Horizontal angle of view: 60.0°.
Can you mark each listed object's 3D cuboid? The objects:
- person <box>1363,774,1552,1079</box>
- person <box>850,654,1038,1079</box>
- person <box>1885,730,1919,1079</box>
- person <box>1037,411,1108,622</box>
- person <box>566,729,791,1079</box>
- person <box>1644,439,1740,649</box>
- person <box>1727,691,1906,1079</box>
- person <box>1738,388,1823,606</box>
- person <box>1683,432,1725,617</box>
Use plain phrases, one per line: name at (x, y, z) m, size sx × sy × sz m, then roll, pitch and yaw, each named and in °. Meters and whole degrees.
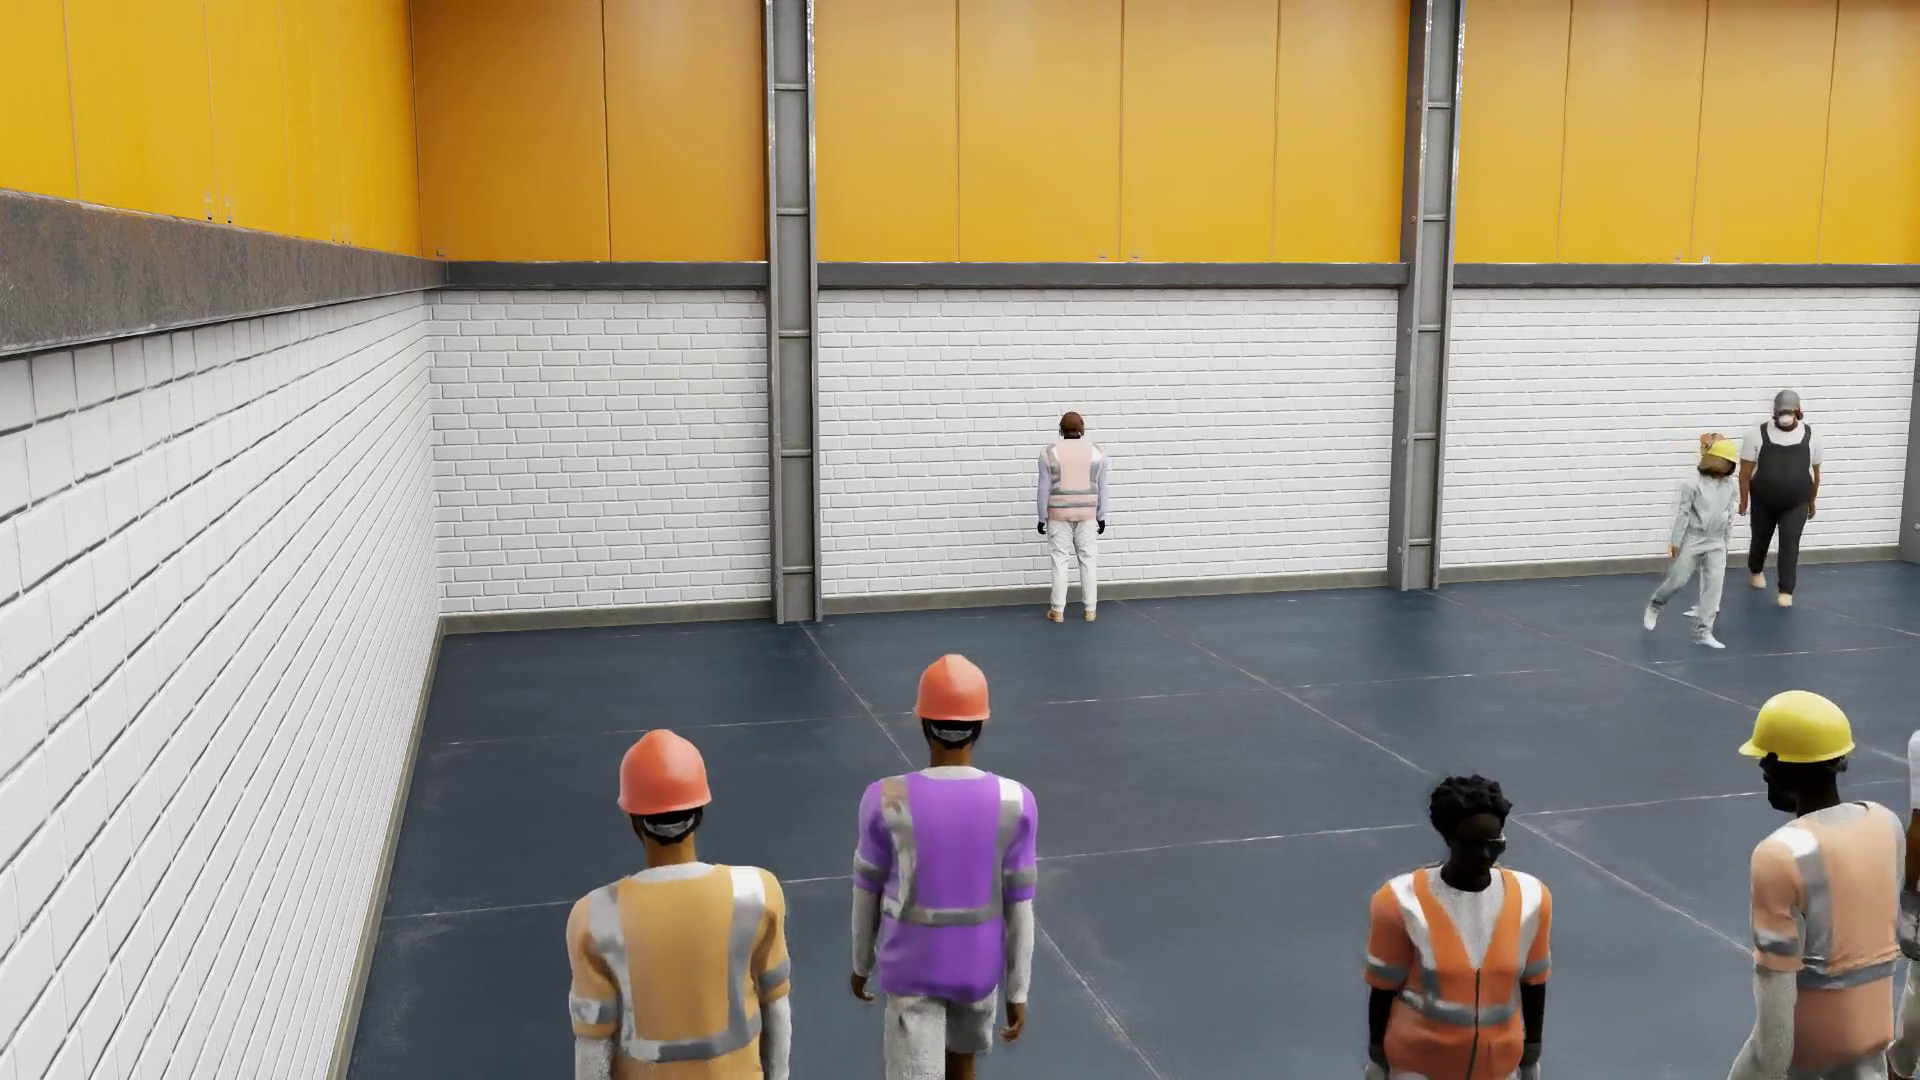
person at (1.391, 1.444, 4.776) m, size 0.539 × 1.678 × 0.681 m, roll -1°, pitch 9°, yaw -5°
person at (-0.038, 1.289, 5.035) m, size 0.543 × 1.899 × 0.976 m, roll -2°, pitch 9°, yaw -13°
person at (3.488, 1.220, 5.738) m, size 0.541 × 1.810 × 0.990 m, roll 2°, pitch 9°, yaw 13°
person at (0.972, -0.201, 14.505) m, size 0.629 × 1.840 × 0.429 m, roll -1°, pitch 9°, yaw -6°
person at (-0.686, 1.431, 4.150) m, size 0.547 × 1.904 × 0.936 m, roll -1°, pitch 9°, yaw -9°
person at (6.050, 0.000, 13.668) m, size 0.508 × 1.709 × 0.695 m, roll -2°, pitch 9°, yaw -10°
person at (2.371, 1.342, 4.765) m, size 0.600 × 1.867 × 1.019 m, roll -4°, pitch 10°, yaw -21°
person at (7.645, -0.467, 15.536) m, size 0.688 × 2.000 × 0.972 m, roll 4°, pitch 10°, yaw 22°
person at (6.615, -0.129, 14.680) m, size 0.312 × 1.639 × 0.512 m, roll 7°, pitch 11°, yaw 37°
